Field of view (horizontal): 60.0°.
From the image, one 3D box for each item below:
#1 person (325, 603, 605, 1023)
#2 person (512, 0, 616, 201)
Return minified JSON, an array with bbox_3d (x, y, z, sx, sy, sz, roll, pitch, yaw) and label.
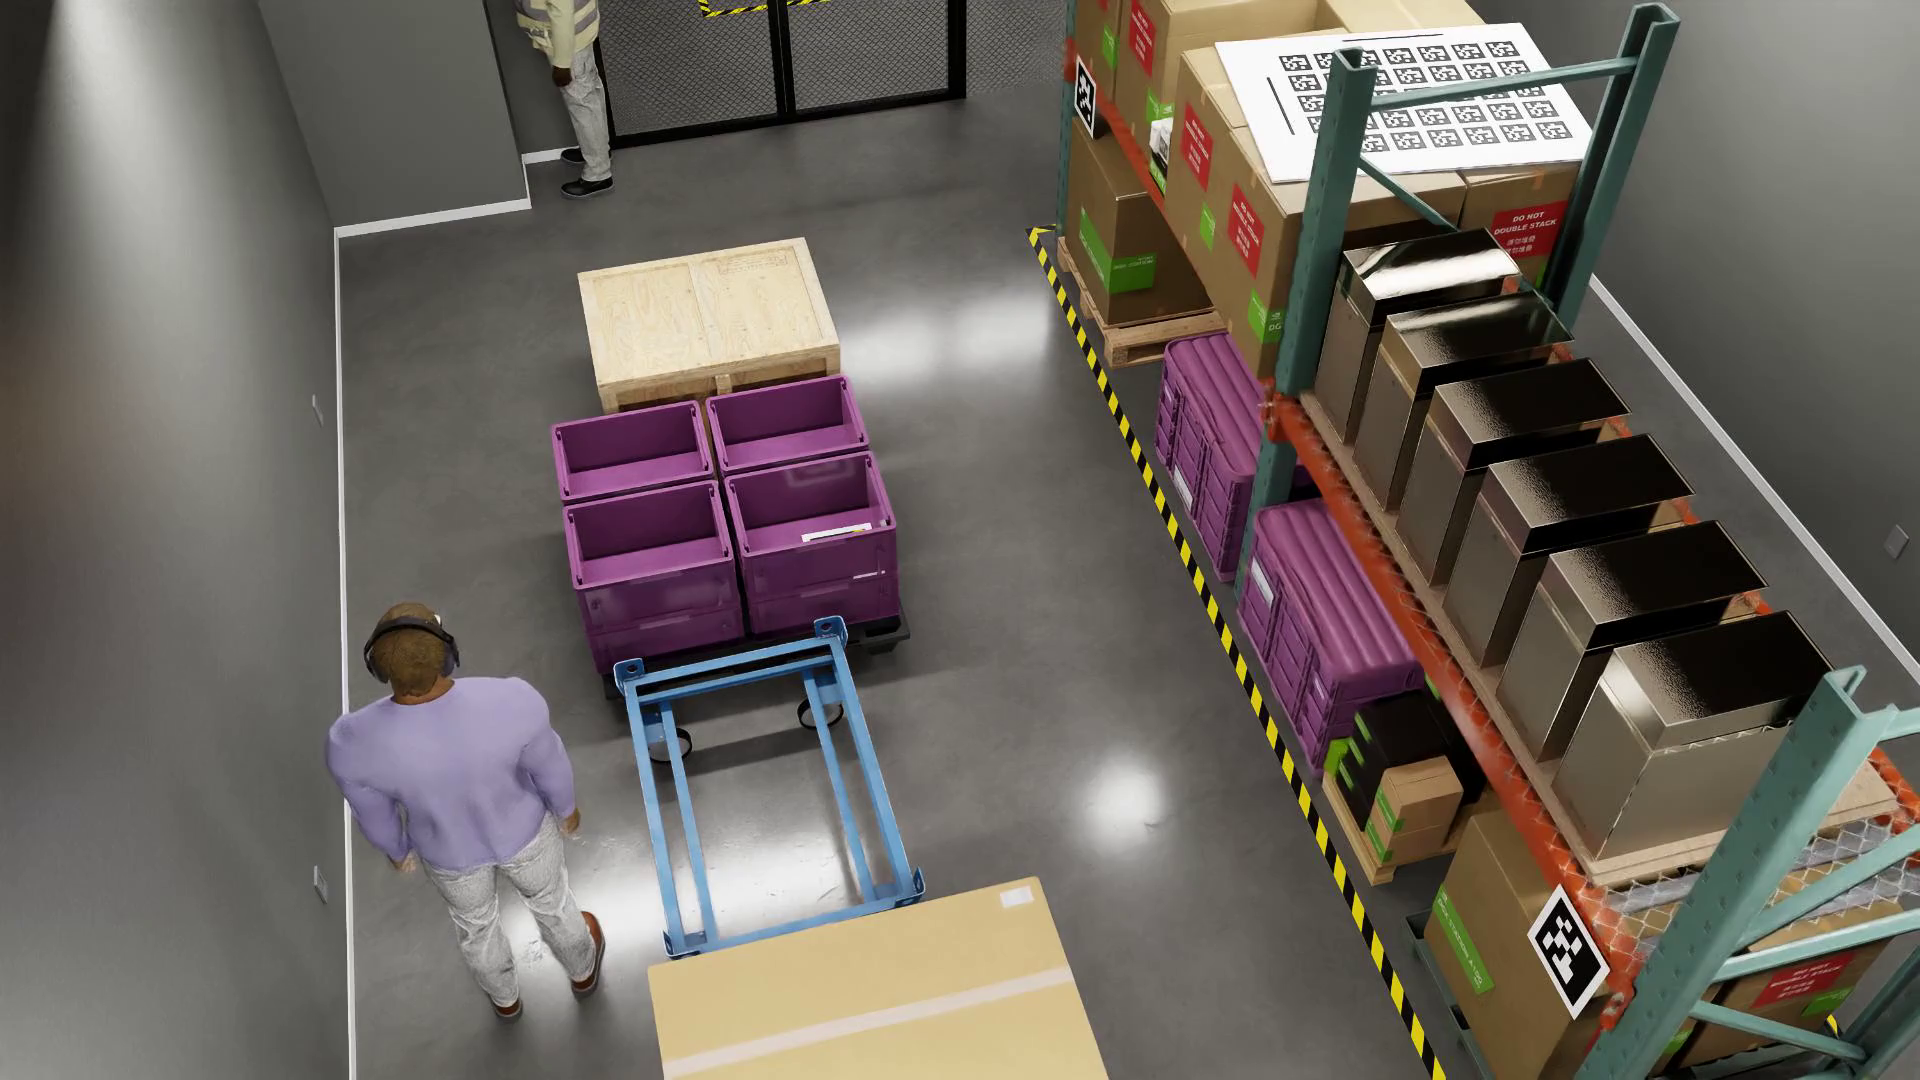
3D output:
[{"bbox_3d":[-1.469,0.874,5.083,0.627,1.940,0.371,-12,49,-11],"label":"person"},{"bbox_3d":[-1.995,-2.554,8.303,0.404,1.834,0.592,-4,48,-3],"label":"person"}]
